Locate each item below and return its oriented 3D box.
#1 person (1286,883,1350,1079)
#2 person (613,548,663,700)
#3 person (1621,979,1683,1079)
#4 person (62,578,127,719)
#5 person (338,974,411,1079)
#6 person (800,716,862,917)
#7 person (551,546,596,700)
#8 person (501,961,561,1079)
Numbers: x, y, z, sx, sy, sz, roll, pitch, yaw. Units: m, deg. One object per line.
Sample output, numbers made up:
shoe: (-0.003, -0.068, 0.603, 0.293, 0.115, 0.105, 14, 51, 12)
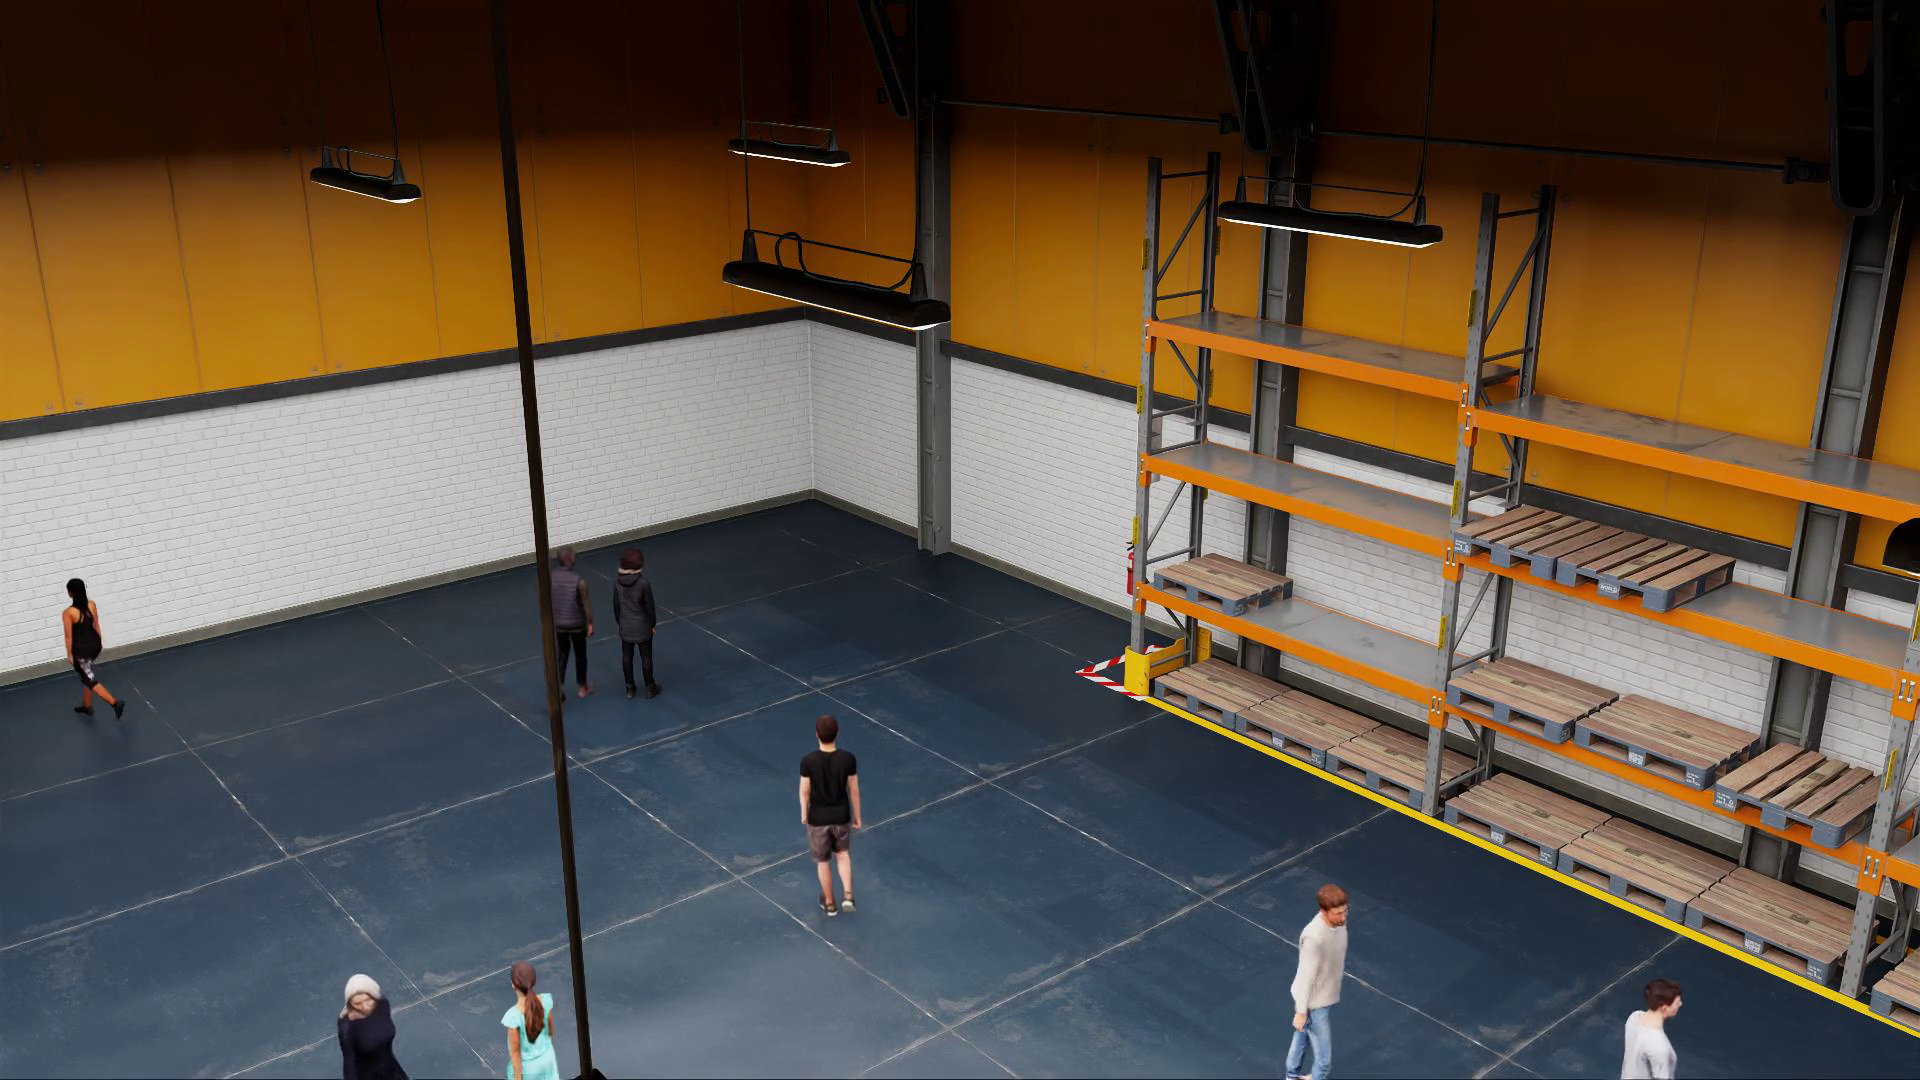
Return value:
person: (2.478, 3.229, 11.757, 0.899, 1.865, 0.919, 7, 20, 20)
person: (-3.648, 0.935, 18.699, 0.731, 1.781, 0.799, 3, 19, 8)
person: (4.260, 3.640, 10.610, 1.133, 1.818, 1.037, 3, 19, 8)
person: (-9.474, 1.207, 18.119, 1.108, 1.636, 0.918, 6, 20, 18)
person: (-3.895, 3.566, 10.987, 0.780, 1.718, 0.713, 7, 20, 21)
person: (-1.110, 2.413, 14.209, 0.819, 1.847, 0.916, -5, 19, -14)
person: (-4.381, 0.944, 18.592, 0.932, 1.832, 0.987, 5, 19, 13)
person: (-2.841, 3.586, 11.243, 0.575, 1.517, 1.010, -16, 24, -40)
